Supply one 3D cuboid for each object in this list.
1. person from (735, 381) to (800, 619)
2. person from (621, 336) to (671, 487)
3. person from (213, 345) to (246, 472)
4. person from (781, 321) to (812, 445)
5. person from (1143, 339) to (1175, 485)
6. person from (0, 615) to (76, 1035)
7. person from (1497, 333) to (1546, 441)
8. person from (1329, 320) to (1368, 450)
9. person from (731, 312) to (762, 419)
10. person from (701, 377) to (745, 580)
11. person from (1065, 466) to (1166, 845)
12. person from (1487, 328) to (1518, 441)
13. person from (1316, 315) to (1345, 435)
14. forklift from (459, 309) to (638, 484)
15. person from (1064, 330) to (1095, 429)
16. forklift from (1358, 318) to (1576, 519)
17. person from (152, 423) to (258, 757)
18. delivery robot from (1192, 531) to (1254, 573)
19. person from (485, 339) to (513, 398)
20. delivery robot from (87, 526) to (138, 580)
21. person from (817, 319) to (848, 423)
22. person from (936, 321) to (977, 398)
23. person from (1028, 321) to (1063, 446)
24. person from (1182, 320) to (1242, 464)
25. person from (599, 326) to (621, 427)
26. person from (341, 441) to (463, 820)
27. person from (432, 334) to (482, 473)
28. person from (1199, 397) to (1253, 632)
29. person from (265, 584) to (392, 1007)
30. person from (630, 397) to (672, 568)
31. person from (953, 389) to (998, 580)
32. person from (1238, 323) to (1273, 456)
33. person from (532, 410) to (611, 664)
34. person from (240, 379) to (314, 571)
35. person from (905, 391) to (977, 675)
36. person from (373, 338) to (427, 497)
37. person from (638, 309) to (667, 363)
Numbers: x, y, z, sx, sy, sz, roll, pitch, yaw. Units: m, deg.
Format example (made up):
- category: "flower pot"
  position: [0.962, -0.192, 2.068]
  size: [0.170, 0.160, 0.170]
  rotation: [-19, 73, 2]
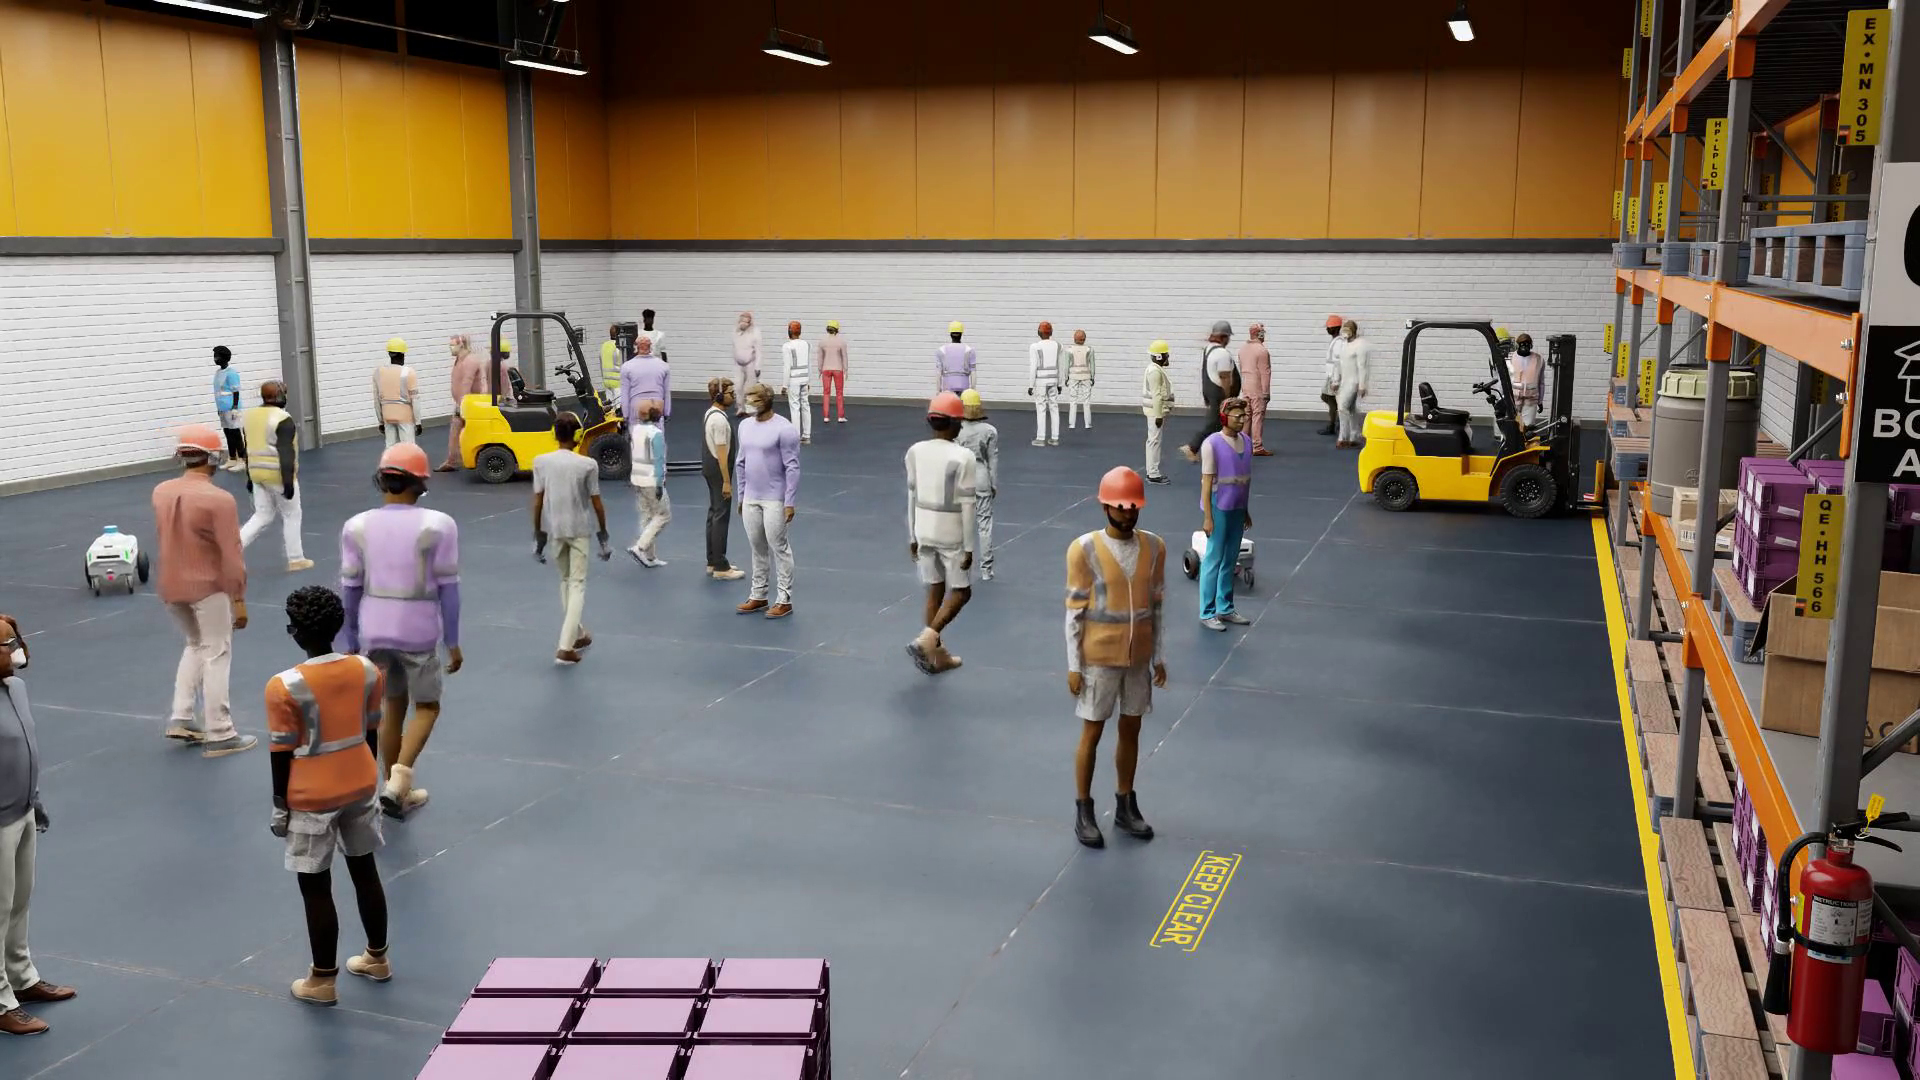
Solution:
- category: "person"
  position: [-1.578, -0.328, 13.560]
  size: [0.635, 1.936, 0.352]
  rotation: [8, 13, 37]
- category: "person"
  position: [-3.949, -1.612, 20.903]
  size: [0.639, 1.900, 0.401]
  rotation: [-5, 11, -26]
- category: "person"
  position: [-9.813, -1.761, 22.295]
  size: [0.539, 1.698, 0.319]
  rotation: [10, 14, 43]
- category: "person"
  position: [-2.482, -2.379, 25.266]
  size: [0.357, 1.883, 0.572]
  rotation: [8, 13, 39]
- category: "person"
  position: [2.526, -1.628, 21.165]
  size: [0.403, 1.837, 0.586]
  rotation: [0, 10, 2]
- category: "person"
  position: [-3.696, 1.085, 6.451]
  size: [0.286, 1.636, 0.499]
  rotation: [-2, 10, -8]
- category: "person"
  position: [7.599, -1.875, 22.537]
  size: [0.631, 1.842, 0.428]
  rotation: [1, 10, 7]
- category: "person"
  position: [5.705, -2.298, 24.737]
  size: [0.741, 1.916, 0.633]
  rotation: [-2, 10, -13]
- category: "person"
  position: [-3.711, -3.029, 28.973]
  size: [0.663, 1.866, 0.717]
  rotation: [4, 11, 22]
- category: "person"
  position: [-2.172, -0.563, 15.138]
  size: [0.330, 1.844, 0.520]
  rotation: [-4, 11, -19]
- category: "person"
  position: [0.805, 0.584, 8.425]
  size: [0.551, 1.935, 0.372]
  rotation: [-4, 11, -22]
- category: "person"
  position: [8.382, -2.364, 25.498]
  size: [0.671, 1.778, 0.576]
  rotation: [-3, 10, -14]
- category: "person"
  position: [5.980, -2.632, 26.553]
  size: [0.449, 1.926, 0.576]
  rotation: [1, 10, 6]
- category: "forklift"
  position: [-5.354, -1.902, 21.697]
  size: [2.313, 2.155, 1.214]
  rotation: [-2, 10, -13]
- category: "person"
  position: [1.972, -2.638, 27.405]
  size: [0.514, 1.642, 0.310]
  rotation: [1, 10, 3]
- category: "forklift"
  position: [5.787, -1.437, 19.079]
  size: [2.313, 2.155, 1.214]
  rotation: [3, 11, 19]
- category: "person"
  position: [-4.524, 0.298, 9.960]
  size: [0.669, 1.967, 0.498]
  rotation: [4, 11, 22]
- category: "delivery robot"
  position: [2.362, 0.068, 14.934]
  size: [0.477, 0.478, 0.707]
  rotation: [-2, 10, -15]
- category: "person"
  position: [-6.476, -1.928, 23.130]
  size: [0.533, 1.730, 0.758]
  rotation: [6, 12, 32]
- category: "delivery robot"
  position: [-7.477, 0.117, 14.678]
  size: [0.477, 0.478, 0.707]
  rotation: [-4, 11, -20]
- category: "person"
  position: [-2.168, -2.884, 28.437]
  size: [0.533, 1.766, 0.325]
  rotation: [1, 10, 8]
- category: "person"
  position: [-0.055, -2.219, 24.238]
  size: [0.595, 1.923, 0.374]
  rotation: [1, 10, 3]
- category: "person"
  position: [1.295, -2.356, 25.129]
  size: [0.582, 1.882, 0.338]
  rotation: [-5, 11, -27]
- category: "person"
  position: [3.531, -2.062, 23.031]
  size: [0.935, 2.000, 0.688]
  rotation: [-2, 10, -10]
- category: "person"
  position: [-5.152, -2.322, 25.070]
  size: [0.624, 1.841, 0.430]
  rotation: [9, 14, 42]
- category: "person"
  position: [-2.924, 0.503, 8.677]
  size: [0.639, 2.012, 0.697]
  rotation: [1, 10, 8]
- category: "person"
  position: [-6.552, -1.831, 22.277]
  size: [0.994, 1.859, 0.632]
  rotation: [-7, 12, -35]
- category: "person"
  position: [2.098, -0.216, 13.185]
  size: [0.373, 1.843, 0.571]
  rotation: [10, 14, 44]
- category: "person"
  position: [-2.532, 1.017, 6.687]
  size: [0.322, 1.689, 0.530]
  rotation: [5, 11, 28]
- category: "person"
  position: [-2.912, -0.524, 15.546]
  size: [0.398, 1.625, 0.512]
  rotation: [-9, 13, -41]
- category: "person"
  position: [0.105, -0.488, 15.060]
  size: [0.493, 1.755, 0.342]
  rotation: [-1, 10, -7]
- category: "person"
  position: [4.283, -2.169, 24.001]
  size: [0.409, 1.913, 0.642]
  rotation: [-5, 11, -25]
- category: "person"
  position: [-2.834, -0.028, 12.167]
  size: [0.547, 1.838, 0.807]
  rotation: [2, 10, 10]
- category: "person"
  position: [-6.401, -0.567, 15.296]
  size: [0.647, 1.809, 0.801]
  rotation: [5, 11, 28]
- category: "person"
  position: [-0.163, -0.022, 11.605]
  size: [0.615, 2.028, 0.602]
  rotation: [7, 13, 36]
- category: "person"
  position: [-6.720, -1.456, 19.938]
  size: [0.590, 1.927, 0.367]
  rotation: [2, 10, 12]
- category: "person"
  position: [-5.262, -2.936, 28.193]
  size: [0.610, 1.958, 0.371]
  rotation: [-1, 10, -7]
